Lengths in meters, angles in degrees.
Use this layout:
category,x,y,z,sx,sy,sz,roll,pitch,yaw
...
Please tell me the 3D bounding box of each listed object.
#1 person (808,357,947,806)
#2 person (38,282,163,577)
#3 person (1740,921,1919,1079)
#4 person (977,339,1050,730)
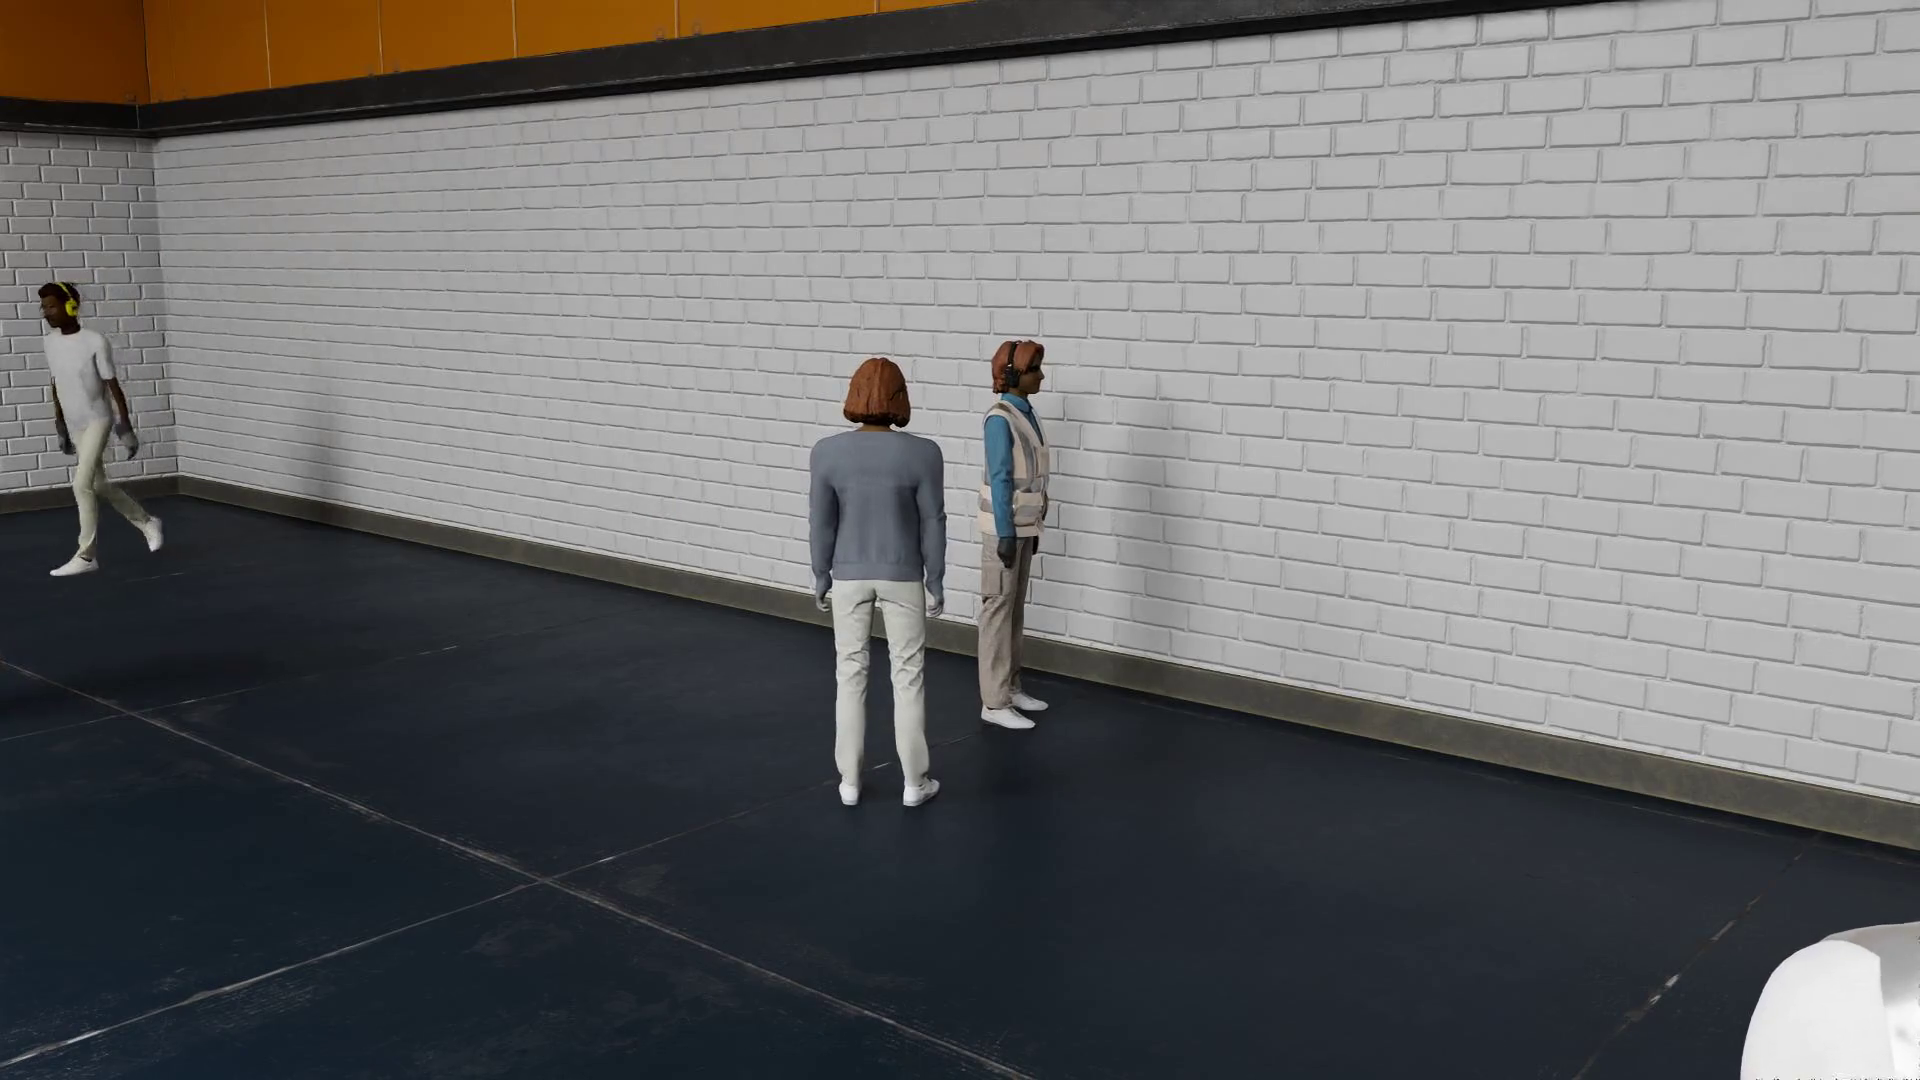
category,x,y,z,sx,sy,sz,roll,pitch,yaw
person,-0.297,0.158,6.037,0.502,1.632,0.279,1,10,8
person,-5.456,-0.725,10.558,0.588,1.825,0.868,4,11,22
person,0.797,0.852,1.224,0.552,1.936,0.360,0,10,3
person,0.227,-0.031,7.095,0.313,1.642,0.513,3,10,16
